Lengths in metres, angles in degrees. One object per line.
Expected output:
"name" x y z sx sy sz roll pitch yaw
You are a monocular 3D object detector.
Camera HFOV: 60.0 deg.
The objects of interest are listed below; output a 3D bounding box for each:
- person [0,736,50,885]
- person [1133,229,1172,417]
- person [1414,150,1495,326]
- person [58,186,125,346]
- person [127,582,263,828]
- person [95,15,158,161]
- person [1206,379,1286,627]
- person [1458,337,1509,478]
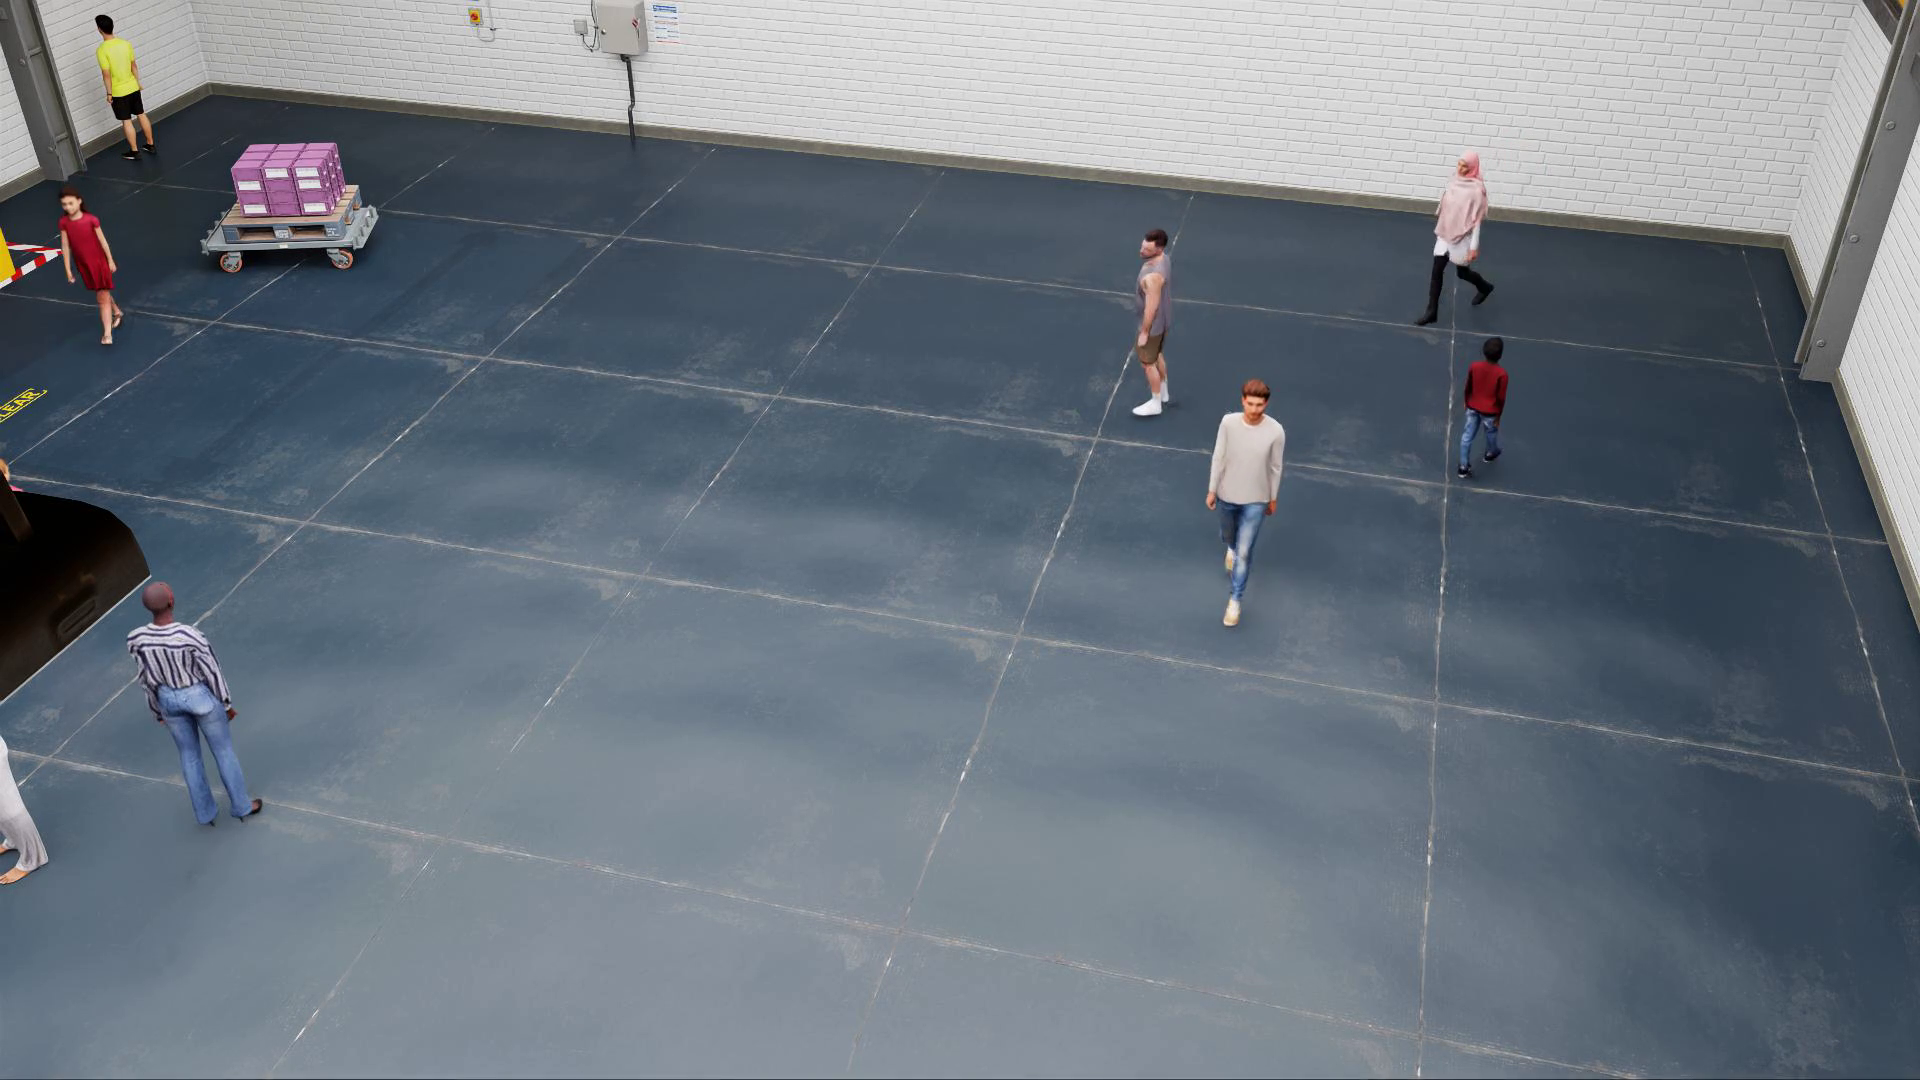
"person" -5.818 1.254 9.860 0.724 1.735 0.712 -27 42 -34
"person" 1.708 -1.913 14.520 0.899 1.807 0.478 17 37 24
"person" 4.902 -2.933 16.132 1.189 1.765 1.119 -18 37 -24
"person" -8.324 -2.674 15.976 0.868 1.508 1.138 -6 34 -9
"person" -4.692 1.022 10.157 0.697 1.794 0.661 -2 34 -3
"person" -10.041 -5.442 19.958 0.737 1.709 0.553 17 37 24
"person" 2.081 -0.371 12.175 0.745 1.879 1.187 12 36 18
"person" 4.325 -1.075 13.817 0.691 1.234 0.852 23 40 30
